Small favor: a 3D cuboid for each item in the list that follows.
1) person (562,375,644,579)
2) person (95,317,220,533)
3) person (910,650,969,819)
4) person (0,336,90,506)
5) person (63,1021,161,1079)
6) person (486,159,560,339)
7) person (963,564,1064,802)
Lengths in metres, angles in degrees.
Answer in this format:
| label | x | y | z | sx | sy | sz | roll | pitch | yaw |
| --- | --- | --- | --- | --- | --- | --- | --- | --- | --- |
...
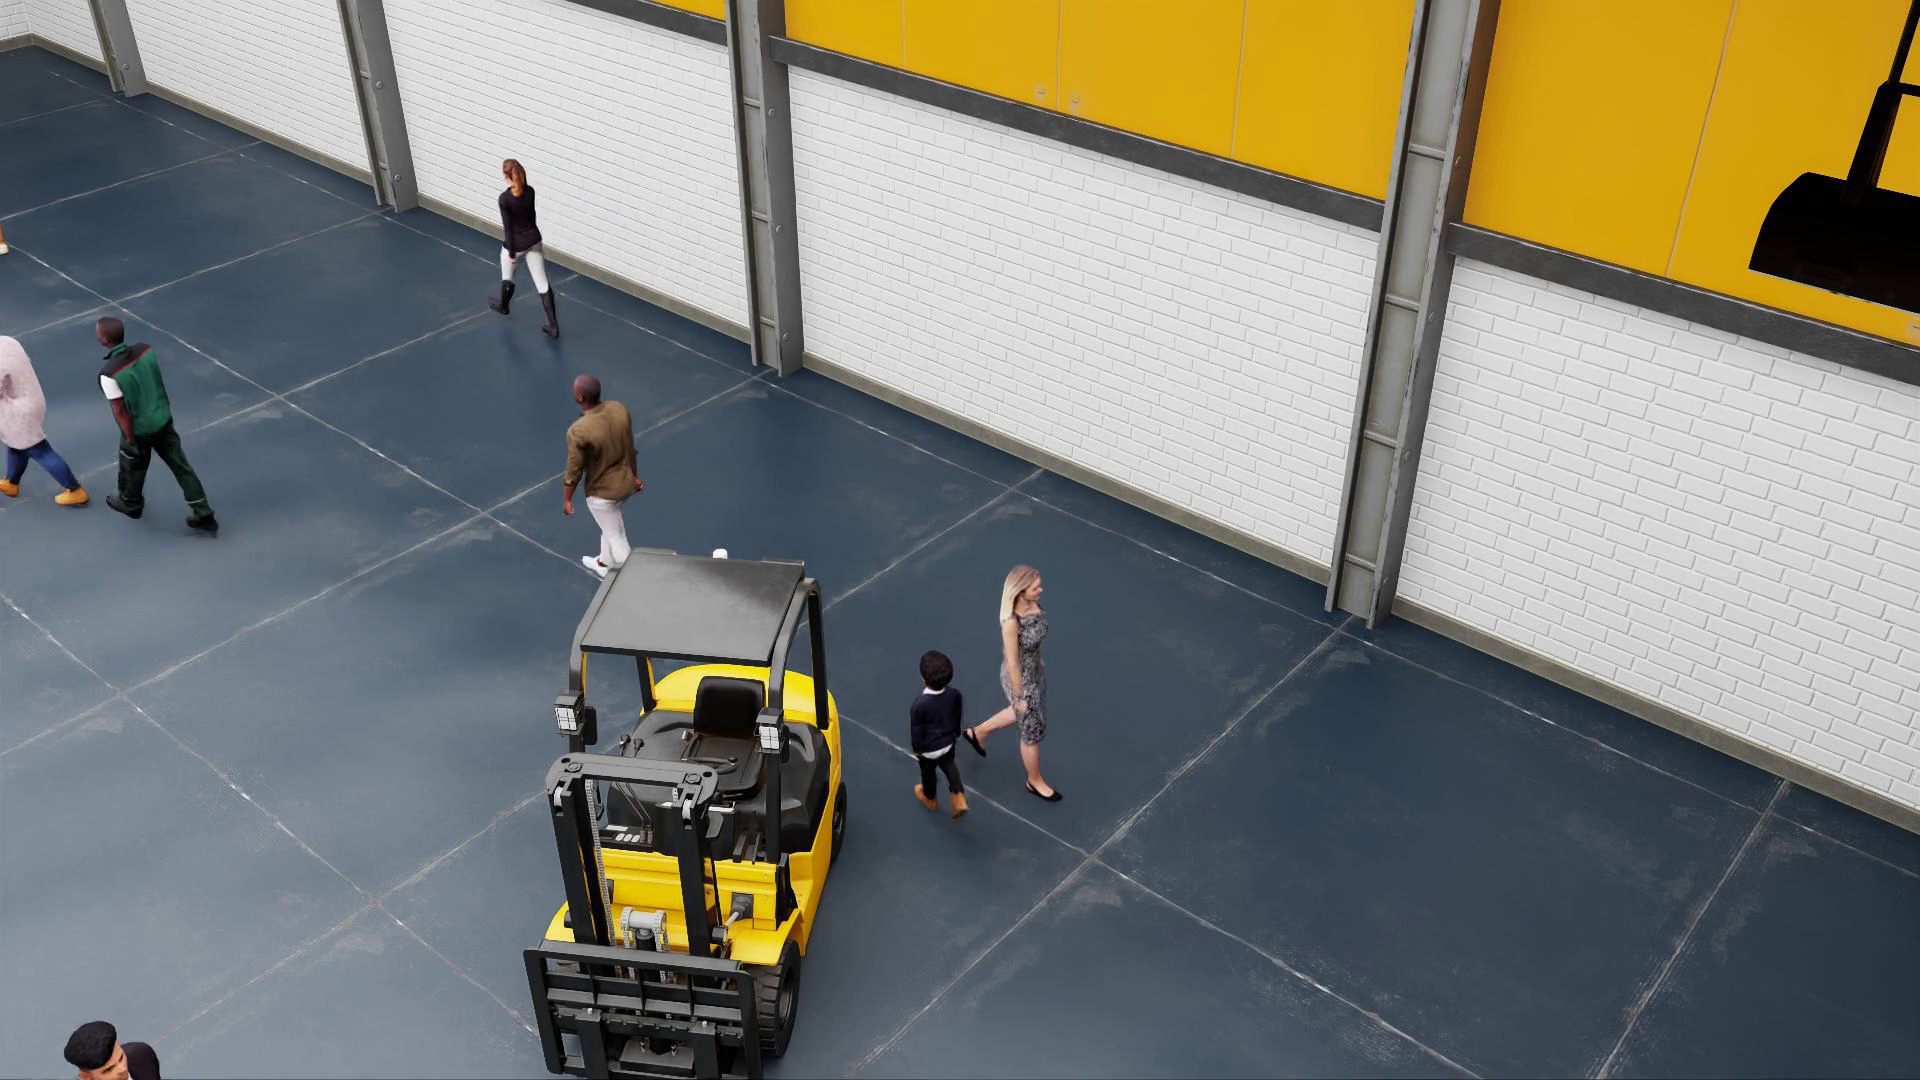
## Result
| label | x | y | z | sx | sy | sz | roll | pitch | yaw |
| --- | --- | --- | --- | --- | --- | --- | --- | --- | --- |
| person | -2.436 | -0.328 | 11.810 | 0.973 | 1.805 | 0.827 | 19 | 38 | 26 |
| person | -6.064 | -0.821 | 12.575 | 1.271 | 1.780 | 0.917 | 14 | 36 | 19 |
| person | -0.117 | 1.203 | 10.038 | 0.631 | 1.216 | 0.780 | -19 | 38 | -26 |
| person | -7.227 | -0.990 | 12.900 | 1.183 | 1.701 | 1.104 | -1 | 34 | -2 |
| person | -3.607 | 2.725 | 7.191 | 1.259 | 1.833 | 1.001 | 10 | 35 | 15 |
| person | -3.984 | -2.653 | 15.426 | 1.144 | 1.674 | 0.585 | 25 | 41 | 32 |
| person | 0.317 | 0.851 | 10.146 | 0.999 | 1.684 | 0.734 | 12 | 35 | 17 |
